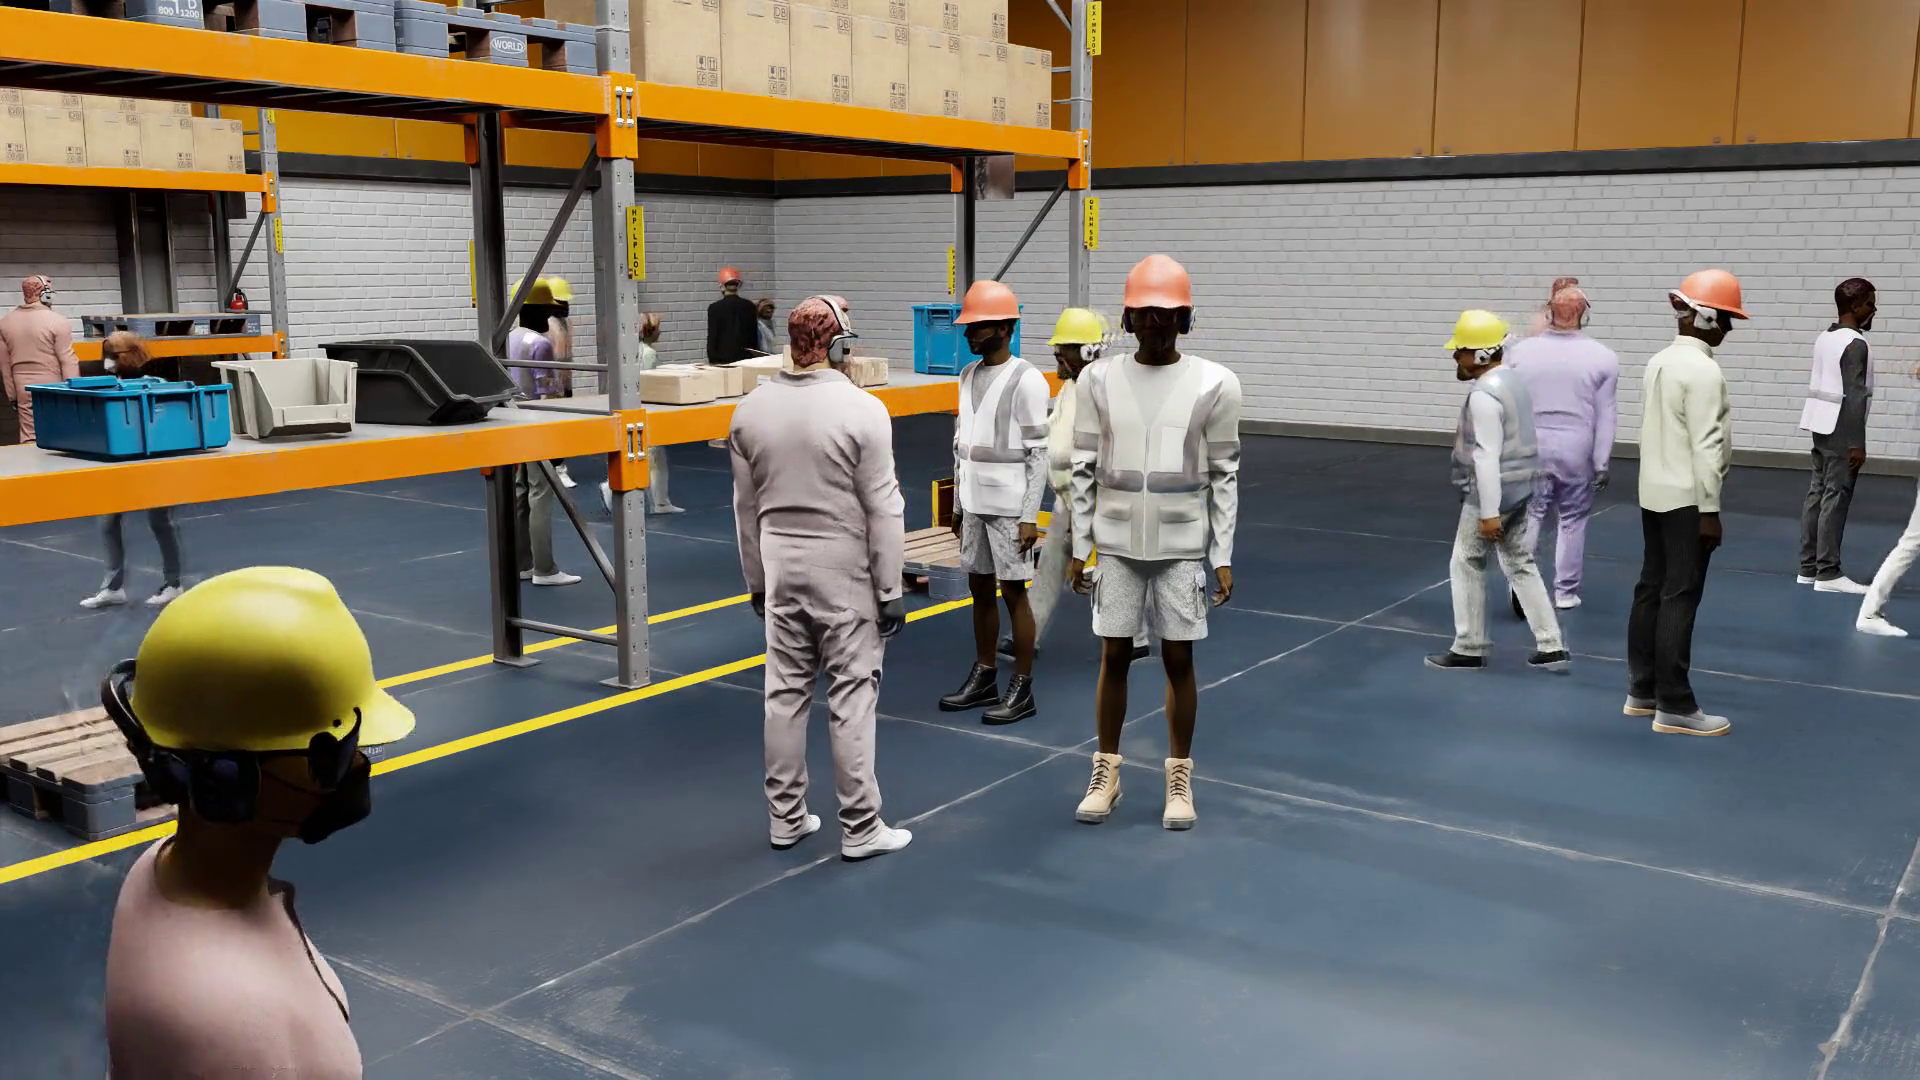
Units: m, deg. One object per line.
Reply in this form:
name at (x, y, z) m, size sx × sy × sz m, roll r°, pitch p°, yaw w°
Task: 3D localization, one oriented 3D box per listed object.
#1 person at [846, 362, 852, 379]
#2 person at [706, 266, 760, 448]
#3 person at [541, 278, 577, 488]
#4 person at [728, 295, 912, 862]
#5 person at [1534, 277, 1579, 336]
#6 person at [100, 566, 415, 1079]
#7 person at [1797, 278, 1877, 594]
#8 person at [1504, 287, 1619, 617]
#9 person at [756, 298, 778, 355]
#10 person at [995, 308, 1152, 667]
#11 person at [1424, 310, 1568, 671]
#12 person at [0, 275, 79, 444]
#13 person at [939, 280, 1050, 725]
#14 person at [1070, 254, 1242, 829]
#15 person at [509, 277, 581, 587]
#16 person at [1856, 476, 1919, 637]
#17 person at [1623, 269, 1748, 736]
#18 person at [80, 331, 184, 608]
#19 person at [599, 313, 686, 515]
person at (-0.688, -0.114, 8.022) m, size 0.847 × 1.593 × 0.538 m, roll -9°, pitch 13°, yaw -44°
person at (-2.410, -1.942, 17.821) m, size 0.640 × 1.970 × 0.863 m, roll -7°, pitch 12°, yaw -37°
person at (-3.718, -1.423, 15.048) m, size 0.699 × 1.878 × 0.648 m, roll 2°, pitch 10°, yaw 14°
person at (-0.452, 0.133, 5.645) m, size 0.639 × 1.910 × 0.406 m, roll 5°, pitch 11°, yaw 28°
person at (5.102, -1.321, 14.366) m, size 0.517 × 1.892 × 0.651 m, roll 5°, pitch 11°, yaw 26°
person at (-0.694, 0.873, 1.802) m, size 0.926 × 1.710 × 0.529 m, roll -4°, pitch 11°, yaw -25°
person at (5.393, -0.641, 10.221) m, size 0.392 × 1.920 × 0.592 m, roll 1°, pitch 10°, yaw 7°
person at (3.370, -0.489, 9.446) m, size 0.650 × 1.883 × 0.811 m, roll 6°, pitch 11°, yaw 30°
person at (-2.213, -1.881, 18.514) m, size 0.414 × 1.613 × 0.560 m, roll 2°, pitch 10°, yaw 12°
person at (0.557, -0.228, 8.137) m, size 0.911 × 1.781 × 0.608 m, roll -4°, pitch 10°, yaw -21°
person at (2.678, -0.218, 8.107) m, size 0.667 × 1.795 × 0.613 m, roll 7°, pitch 12°, yaw 35°
person at (-7.425, -1.189, 13.519) m, size 0.644 × 1.907 × 0.400 m, roll 2°, pitch 10°, yaw 11°
person at (0.137, -0.161, 7.302) m, size 0.361 × 1.935 × 0.553 m, roll -8°, pitch 12°, yaw -38°
person at (0.682, 0.016, 5.931) m, size 0.605 × 2.046 × 0.376 m, roll 2°, pitch 10°, yaw 14°
person at (-2.653, -0.665, 10.380) m, size 0.388 × 1.935 × 0.595 m, roll -9°, pitch 13°, yaw -43°
person at (5.266, -0.238, 8.802) m, size 0.880 × 1.579 × 0.512 m, roll 6°, pitch 11°, yaw 31°
person at (3.137, -0.164, 7.178) m, size 0.394 × 1.985 × 0.609 m, roll 0°, pitch 10°, yaw 0°
person at (-4.850, -0.395, 9.664) m, size 0.515 × 1.611 × 0.661 m, roll 5°, pitch 11°, yaw 27°
person at (-2.513, -0.974, 13.083) m, size 0.646 × 1.617 × 0.521 m, roll -4°, pitch 10°, yaw -20°
